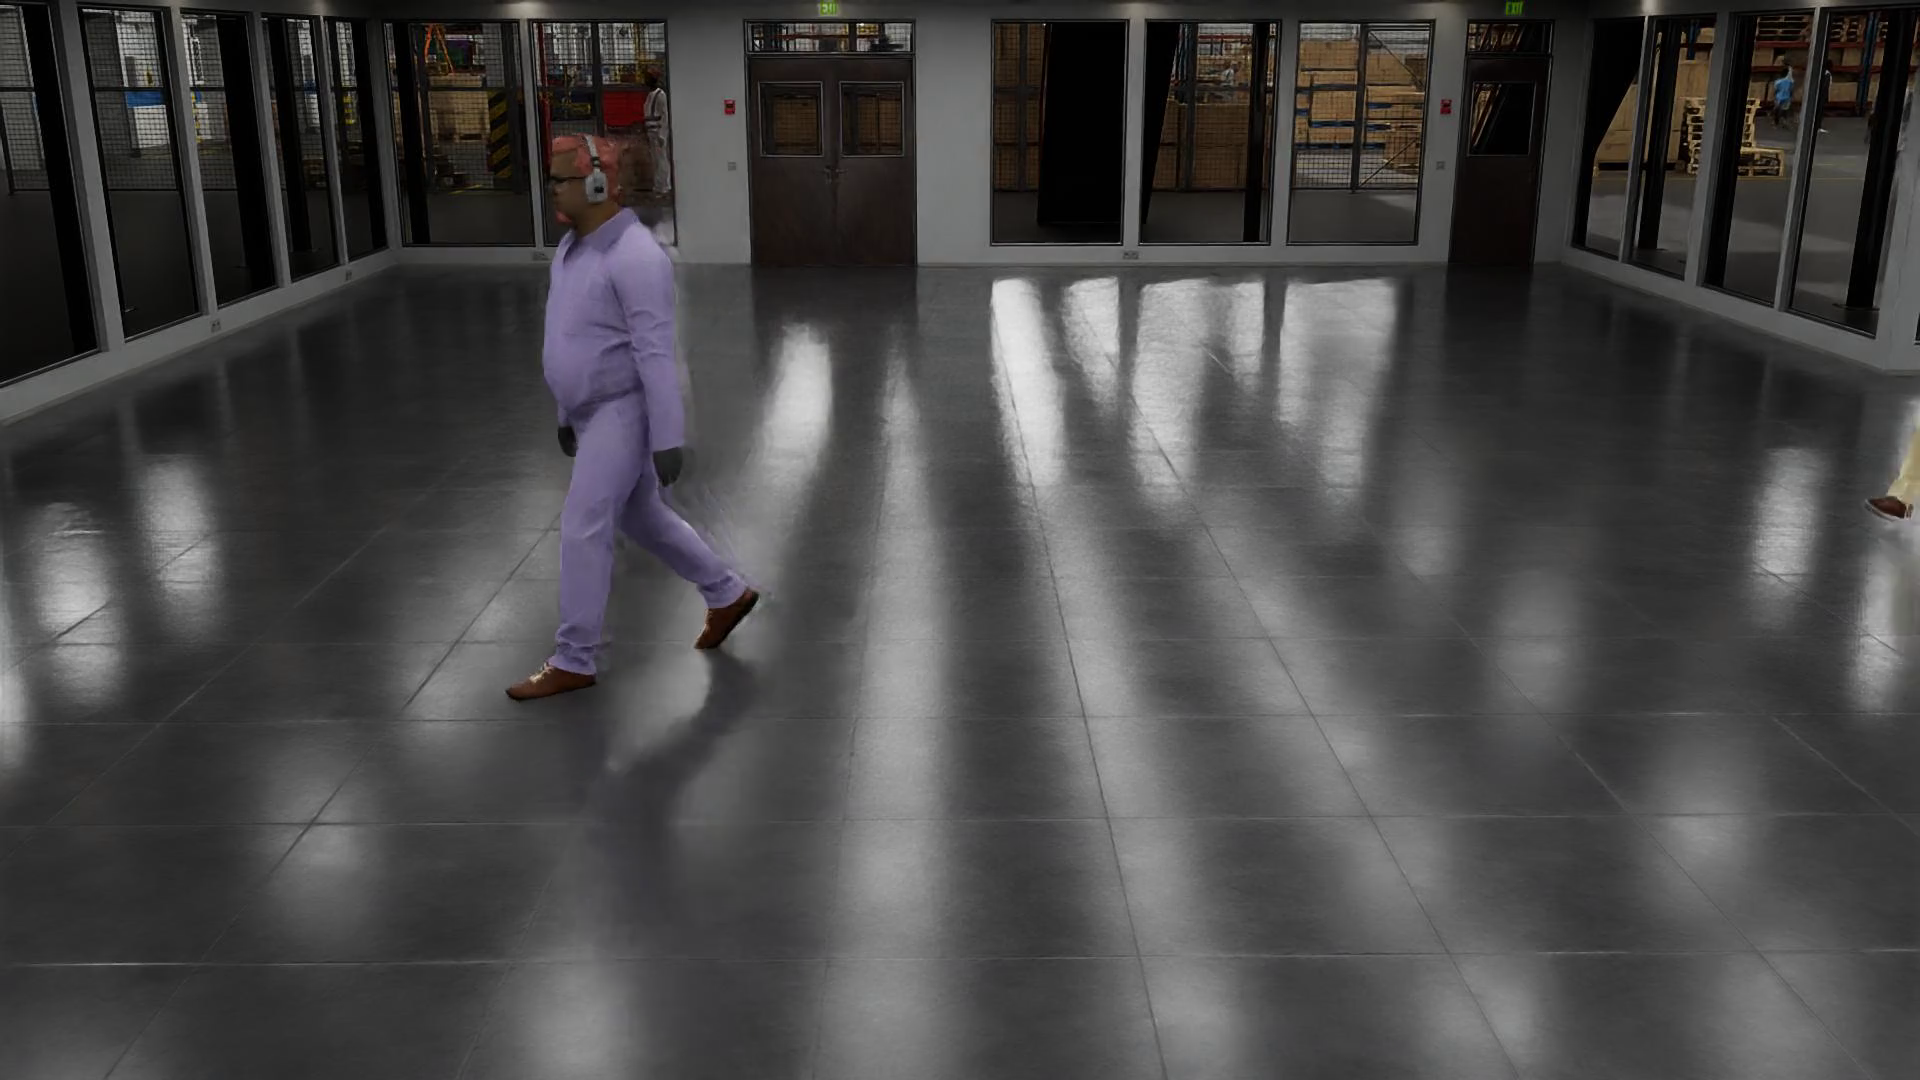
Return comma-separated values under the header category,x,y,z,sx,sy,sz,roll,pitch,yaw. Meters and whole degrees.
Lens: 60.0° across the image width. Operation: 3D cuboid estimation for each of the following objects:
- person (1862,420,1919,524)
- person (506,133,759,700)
category,x,y,z,sx,sy,sz,roll,pitch,yaw
person,4.534,-0.820,7.436,0.853,1.586,0.517,-8,18,-26
person,-1.125,-0.433,5.657,0.937,1.871,0.654,-10,19,-30
